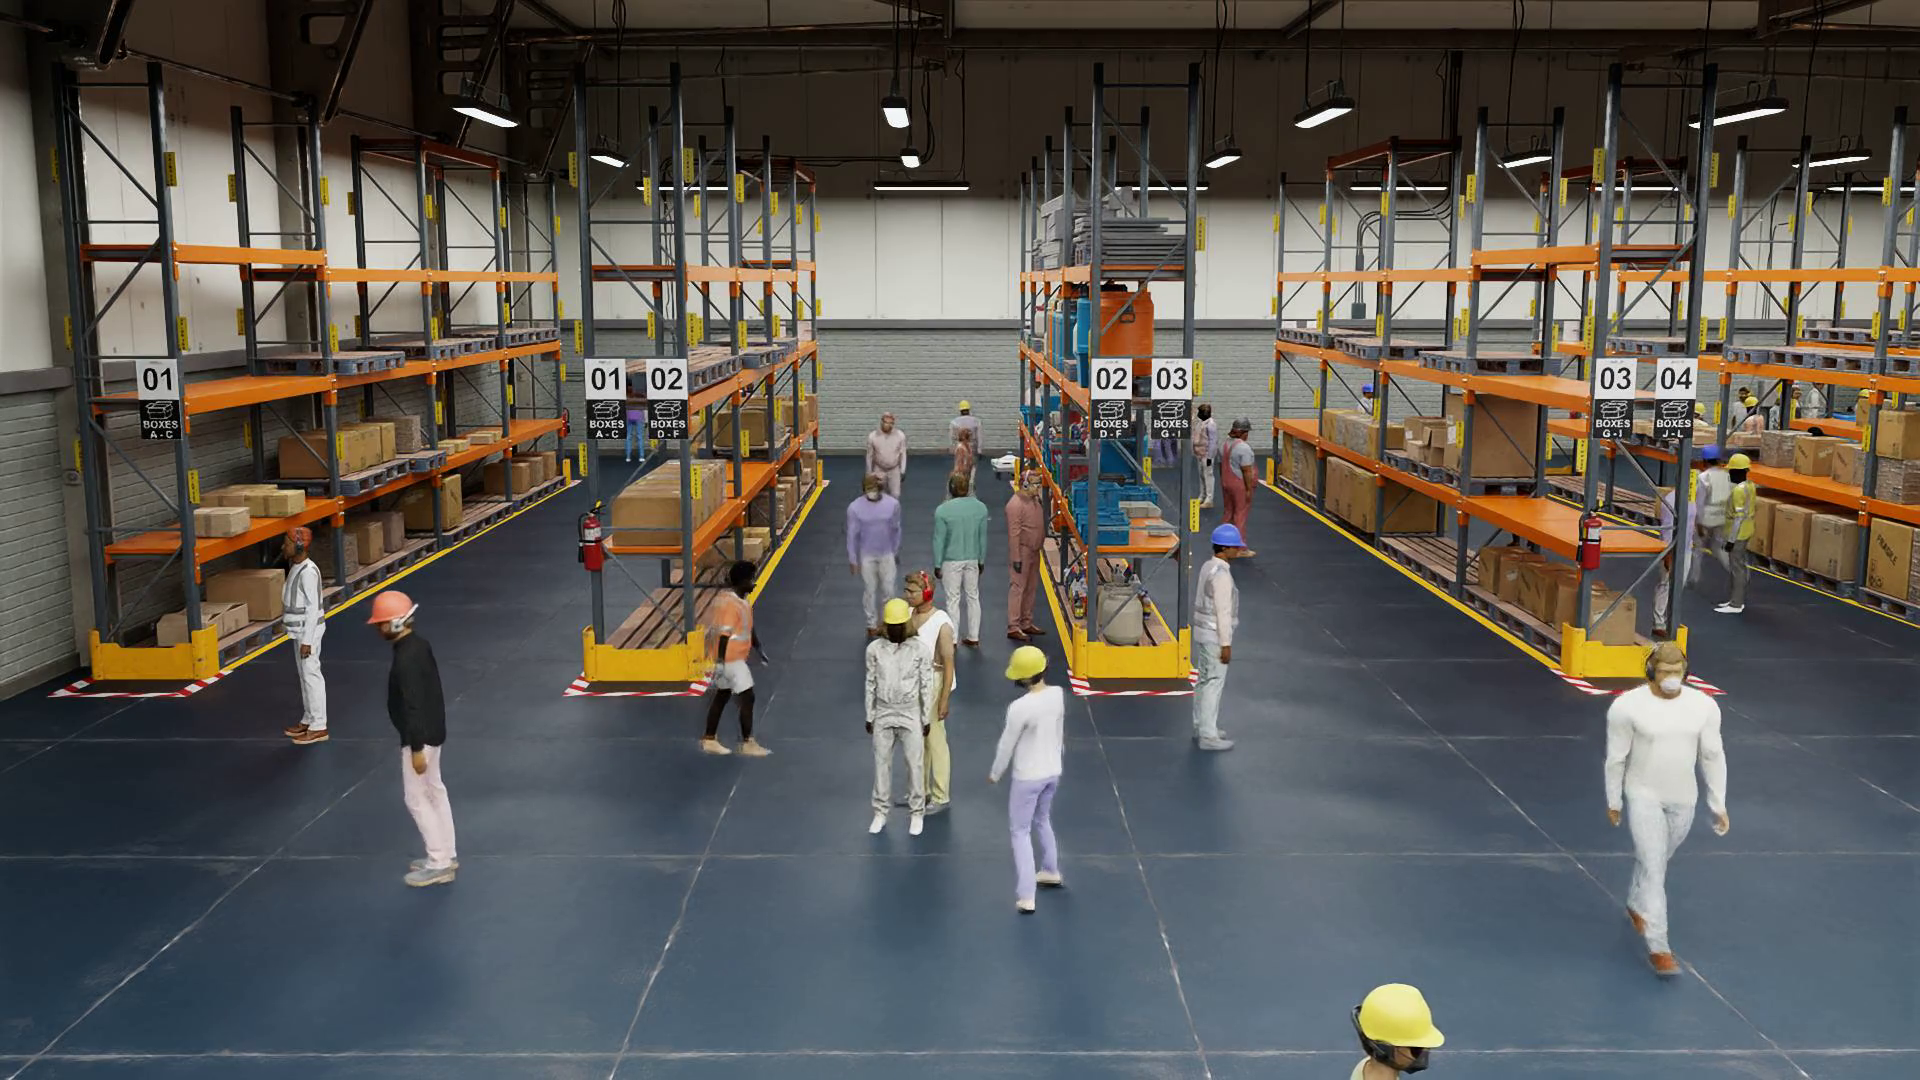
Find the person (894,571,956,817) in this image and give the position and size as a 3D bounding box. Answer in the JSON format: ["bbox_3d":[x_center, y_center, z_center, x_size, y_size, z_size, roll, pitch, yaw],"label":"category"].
[{"bbox_3d":[-0.241,1.135,12.468,0.373,1.843,0.572,-6,11,-35],"label":"person"}]

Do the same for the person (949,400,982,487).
[{"bbox_3d":[0.102,-1.667,30.584,0.615,1.812,0.434,0,9,2],"label":"person"}]

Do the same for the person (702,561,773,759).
[{"bbox_3d":[-1.829,0.994,13.908,0.714,1.659,0.533,0,9,-3],"label":"person"}]

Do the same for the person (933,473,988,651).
[{"bbox_3d":[0.003,0.238,17.963,0.628,1.933,0.367,-4,10,-26],"label":"person"}]

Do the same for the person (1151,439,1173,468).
[{"bbox_3d":[4.265,-2.496,35.431,0.648,1.969,0.646,2,9,11],"label":"person"}]

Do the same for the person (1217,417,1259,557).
[{"bbox_3d":[4.077,-0.782,24.173,0.535,2.000,0.685,-4,10,-24],"label":"person"}]

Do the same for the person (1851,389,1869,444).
[{"bbox_3d":[18.885,-2.291,34.857,0.312,1.738,0.483,8,12,43],"label":"person"}]

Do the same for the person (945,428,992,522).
[{"bbox_3d":[0.066,-1.033,27.255,0.898,1.578,0.568,4,10,22],"label":"person"}]

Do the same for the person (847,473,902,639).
[{"bbox_3d":[-0.954,0.182,18.423,0.646,1.895,0.604,-2,9,-14],"label":"person"}]

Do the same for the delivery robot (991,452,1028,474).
[{"bbox_3d":[0.997,-1.528,33.437,0.707,0.478,0.477,-3,9,-19],"label":"delivery robot"}]

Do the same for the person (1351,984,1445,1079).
[{"bbox_3d":[1.370,2.275,5.388,0.324,1.767,0.533,2,9,13],"label":"person"}]

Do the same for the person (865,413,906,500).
[{"bbox_3d":[-1.189,-1.109,26.766,0.675,1.886,0.422,-1,9,-9],"label":"person"}]

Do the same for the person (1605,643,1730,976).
[{"bbox_3d":[4.143,1.531,9.803,0.646,1.886,1.018,0,9,2],"label":"person"}]

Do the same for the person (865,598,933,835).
[{"bbox_3d":[-0.443,1.270,11.967,0.490,1.737,0.325,2,9,11],"label":"person"}]

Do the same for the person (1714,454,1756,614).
[{"bbox_3d":[9.337,-0.076,19.993,0.362,1.928,0.587,6,11,34],"label":"person"}]

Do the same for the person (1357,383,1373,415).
[{"bbox_3d":[8.197,-2.194,33.555,0.388,1.948,0.605,5,10,31],"label":"person"}]

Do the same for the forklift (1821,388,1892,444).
[{"bbox_3d":[20.072,-3.110,36.462,1.873,2.768,1.129,0,9,0],"label":"forklift"}]

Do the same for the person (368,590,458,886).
[{"bbox_3d":[-3.632,1.300,11.031,0.477,1.970,0.651,-1,9,-8],"label":"person"}]

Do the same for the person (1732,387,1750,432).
[{"bbox_3d":[16.001,-2.198,33.946,0.401,1.846,0.528,-9,12,-44],"label":"person"}]

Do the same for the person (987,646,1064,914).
[{"bbox_3d":[0.464,1.497,10.631,0.464,1.717,0.582,8,12,41],"label":"person"}]

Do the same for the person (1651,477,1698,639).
[{"bbox_3d":[7.996,0.149,18.555,0.630,1.931,0.383,-8,12,-41],"label":"person"}]

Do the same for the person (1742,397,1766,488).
[{"bbox_3d":[14.195,-1.604,29.858,0.584,1.918,0.381,-8,12,-42],"label":"person"}]

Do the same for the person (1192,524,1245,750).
[{"bbox_3d":[2.207,0.820,14.215,0.424,1.938,0.608,0,9,-2],"label":"person"}]

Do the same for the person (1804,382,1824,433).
[{"bbox_3d":[18.679,-2.632,36.370,0.402,1.949,0.605,4,10,23],"label":"person"}]

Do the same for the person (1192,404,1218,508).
[{"bbox_3d":[4.314,-1.483,29.321,0.430,1.845,0.624,-1,9,-9],"label":"person"}]

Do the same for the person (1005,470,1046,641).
[{"bbox_3d":[0.755,0.162,18.580,0.402,1.900,0.646,5,10,29],"label":"person"}]

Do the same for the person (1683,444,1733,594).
[{"bbox_3d":[9.636,-0.262,21.226,0.608,1.923,0.779,-3,9,-17],"label":"person"}]

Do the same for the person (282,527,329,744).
[{"bbox_3d":[-5.688,0.815,14.405,0.355,1.884,0.576,-5,10,-31],"label":"person"}]

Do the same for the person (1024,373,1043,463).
[{"bbox_3d":[1.639,-2.676,36.562,0.413,1.986,0.604,5,10,28],"label":"person"}]

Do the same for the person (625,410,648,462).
[{"bbox_3d":[-7.196,-2.676,36.746,0.601,1.918,0.384,0,9,0],"label":"person"}]
